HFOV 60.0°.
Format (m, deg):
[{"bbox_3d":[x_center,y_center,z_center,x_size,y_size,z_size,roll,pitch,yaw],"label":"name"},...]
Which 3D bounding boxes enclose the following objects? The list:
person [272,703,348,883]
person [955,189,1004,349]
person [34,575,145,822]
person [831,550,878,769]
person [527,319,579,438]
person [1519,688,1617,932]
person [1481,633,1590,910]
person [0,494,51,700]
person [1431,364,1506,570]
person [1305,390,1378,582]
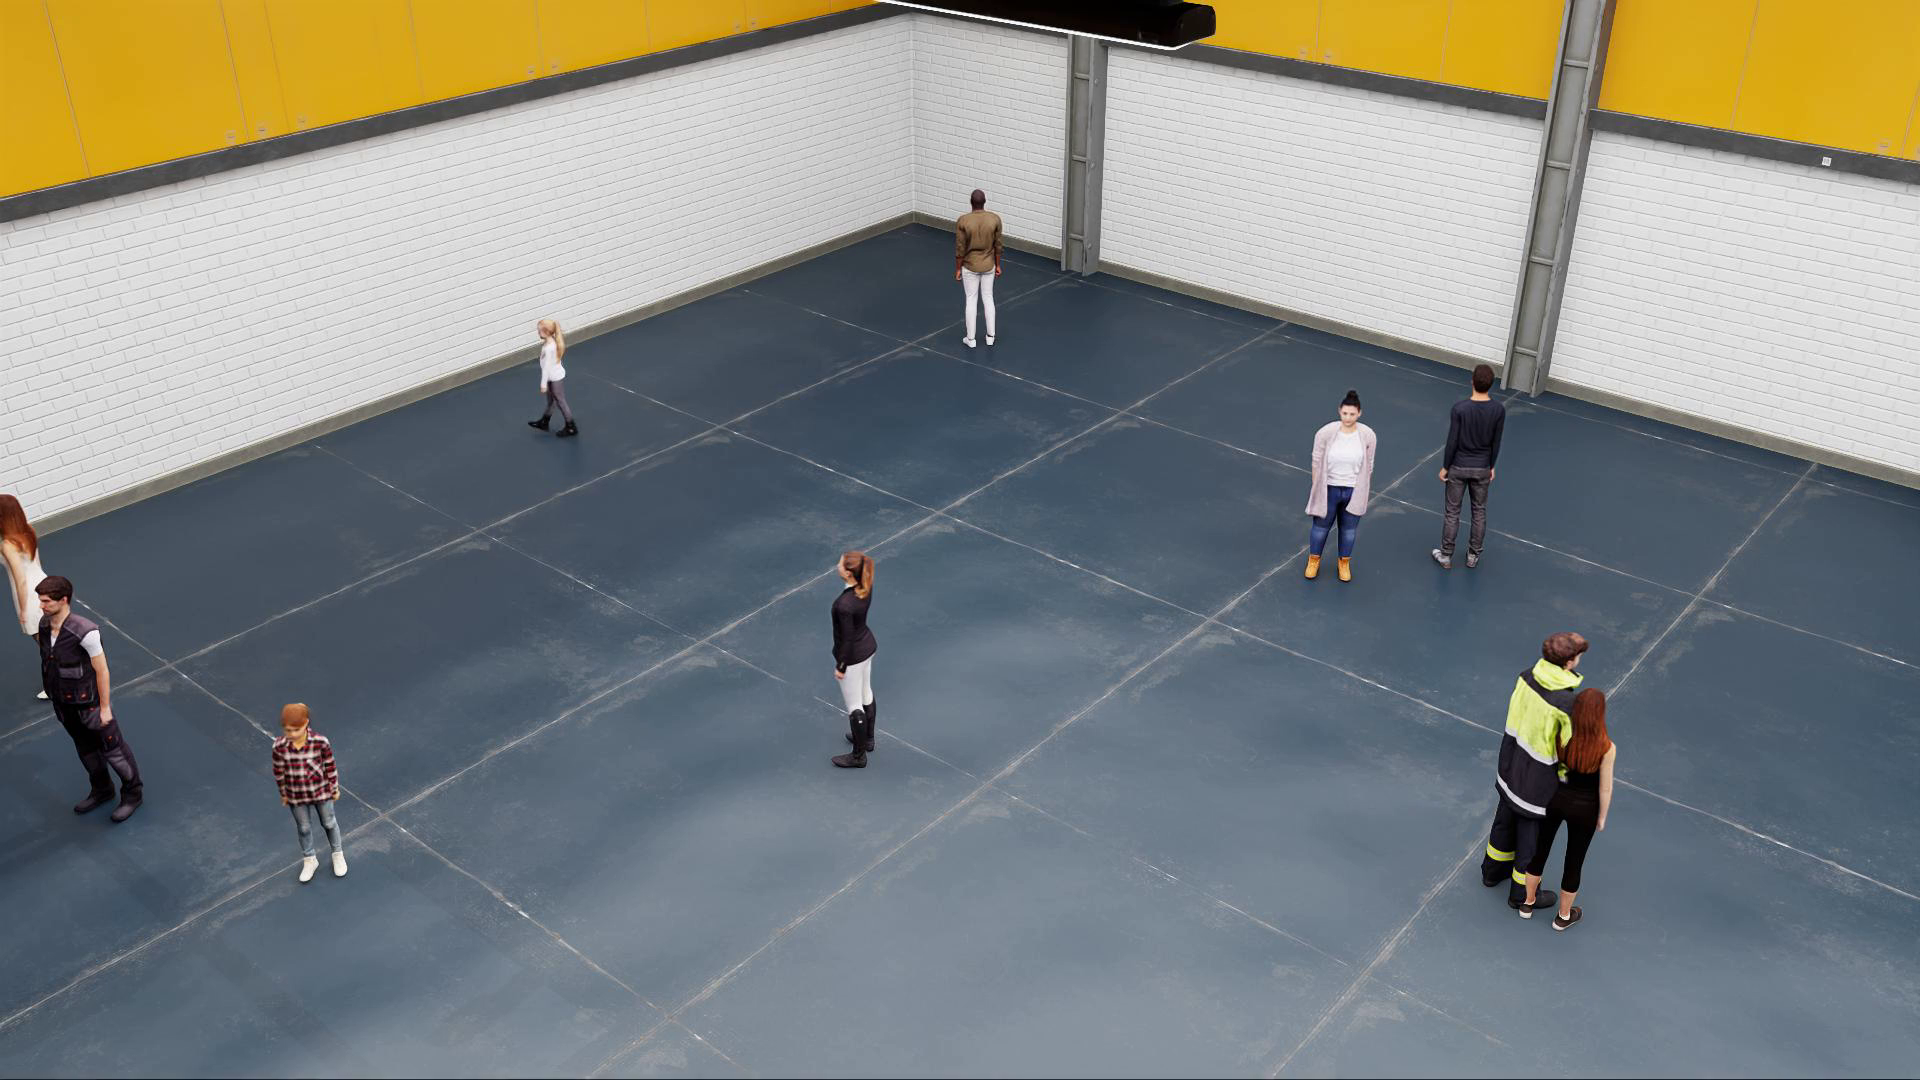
[{"bbox_3d":[-4.234,1.612,10.814,0.623,1.306,0.667,-7,29,-12],"label":"person"},{"bbox_3d":[0.209,-3.091,18.895,0.796,1.825,0.805,-7,29,-12],"label":"person"},{"bbox_3d":[-5.936,1.055,11.270,0.633,1.849,0.784,10,30,18],"label":"person"},{"bbox_3d":[-0.747,0.834,11.799,0.661,1.729,0.645,9,30,16],"label":"person"},{"bbox_3d":[-4.037,-1.633,16.808,0.837,1.263,0.767,-1,29,-1],"label":"person"},{"bbox_3d":[3.767,1.653,10.301,0.455,1.726,0.640,19,34,31],"label":"person"},{"bbox_3d":[3.629,1.426,10.450,0.927,1.983,0.781,-11,31,-19],"label":"person"},{"bbox_3d":[-6.994,0.417,12.583,0.709,1.711,0.654,-1,29,-3],"label":"person"},{"bbox_3d":[4.391,-0.619,14.316,0.698,1.870,0.780,0,29,1],"label":"person"},{"bbox_3d":[3.245,-0.465,14.167,0.747,1.743,0.854,4,29,8],"label":"person"}]
